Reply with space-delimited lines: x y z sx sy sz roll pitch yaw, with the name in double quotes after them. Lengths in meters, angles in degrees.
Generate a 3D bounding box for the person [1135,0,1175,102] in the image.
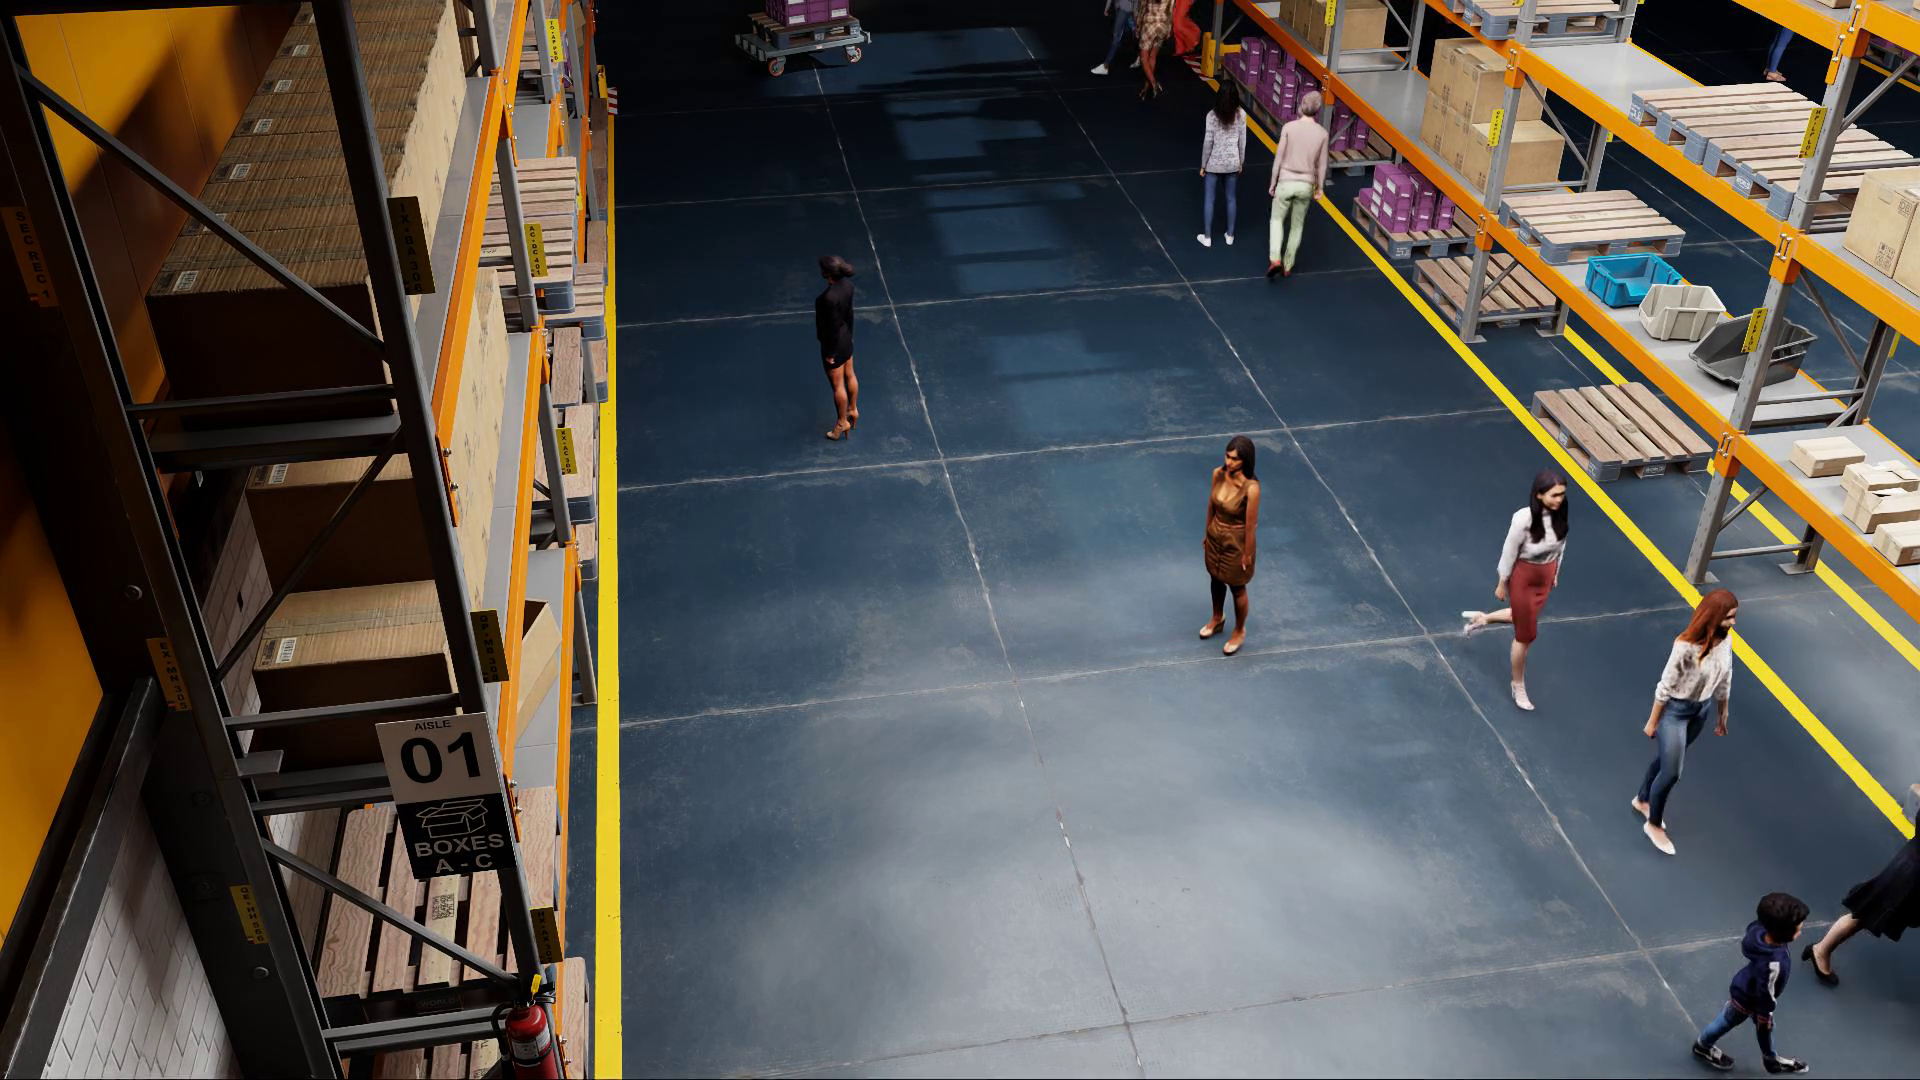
2.436 -6.272 20.698 0.638 1.758 0.878 -7 34 -11 "person"

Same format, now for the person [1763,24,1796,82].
10.797 -6.827 21.663 0.716 1.614 0.577 7 34 10 "person"

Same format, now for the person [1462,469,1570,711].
3.676 0.268 10.882 0.762 1.732 1.049 -13 36 -19 "person"

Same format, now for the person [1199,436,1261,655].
1.837 0.027 11.288 0.698 1.683 0.591 -24 40 -31 "person"

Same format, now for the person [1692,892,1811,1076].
3.956 2.237 8.397 0.842 1.203 0.795 19 38 26 "person"

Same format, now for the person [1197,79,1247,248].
2.693 -3.882 17.126 0.610 1.731 0.512 -5 34 -8 "person"

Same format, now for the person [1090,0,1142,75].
2.241 -6.979 21.820 0.873 1.692 1.147 -14 36 -21 "person"

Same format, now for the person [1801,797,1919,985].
4.848 1.773 8.640 1.185 1.707 1.080 25 41 32 "person"

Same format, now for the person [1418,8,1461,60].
6.423 -7.109 22.041 1.039 1.665 1.281 -22 40 -30 "person"

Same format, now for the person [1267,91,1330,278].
3.295 -3.405 16.308 0.858 1.843 0.993 1 34 2 "person"

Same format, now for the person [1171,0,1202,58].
3.094 -7.392 22.359 0.842 1.784 0.818 -18 38 -25 "person"

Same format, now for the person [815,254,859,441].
-1.014 -1.603 13.780 0.757 1.640 0.686 13 36 18 "person"

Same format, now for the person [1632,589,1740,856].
4.218 0.974 9.830 0.688 1.720 0.772 -13 36 -18 "person"
